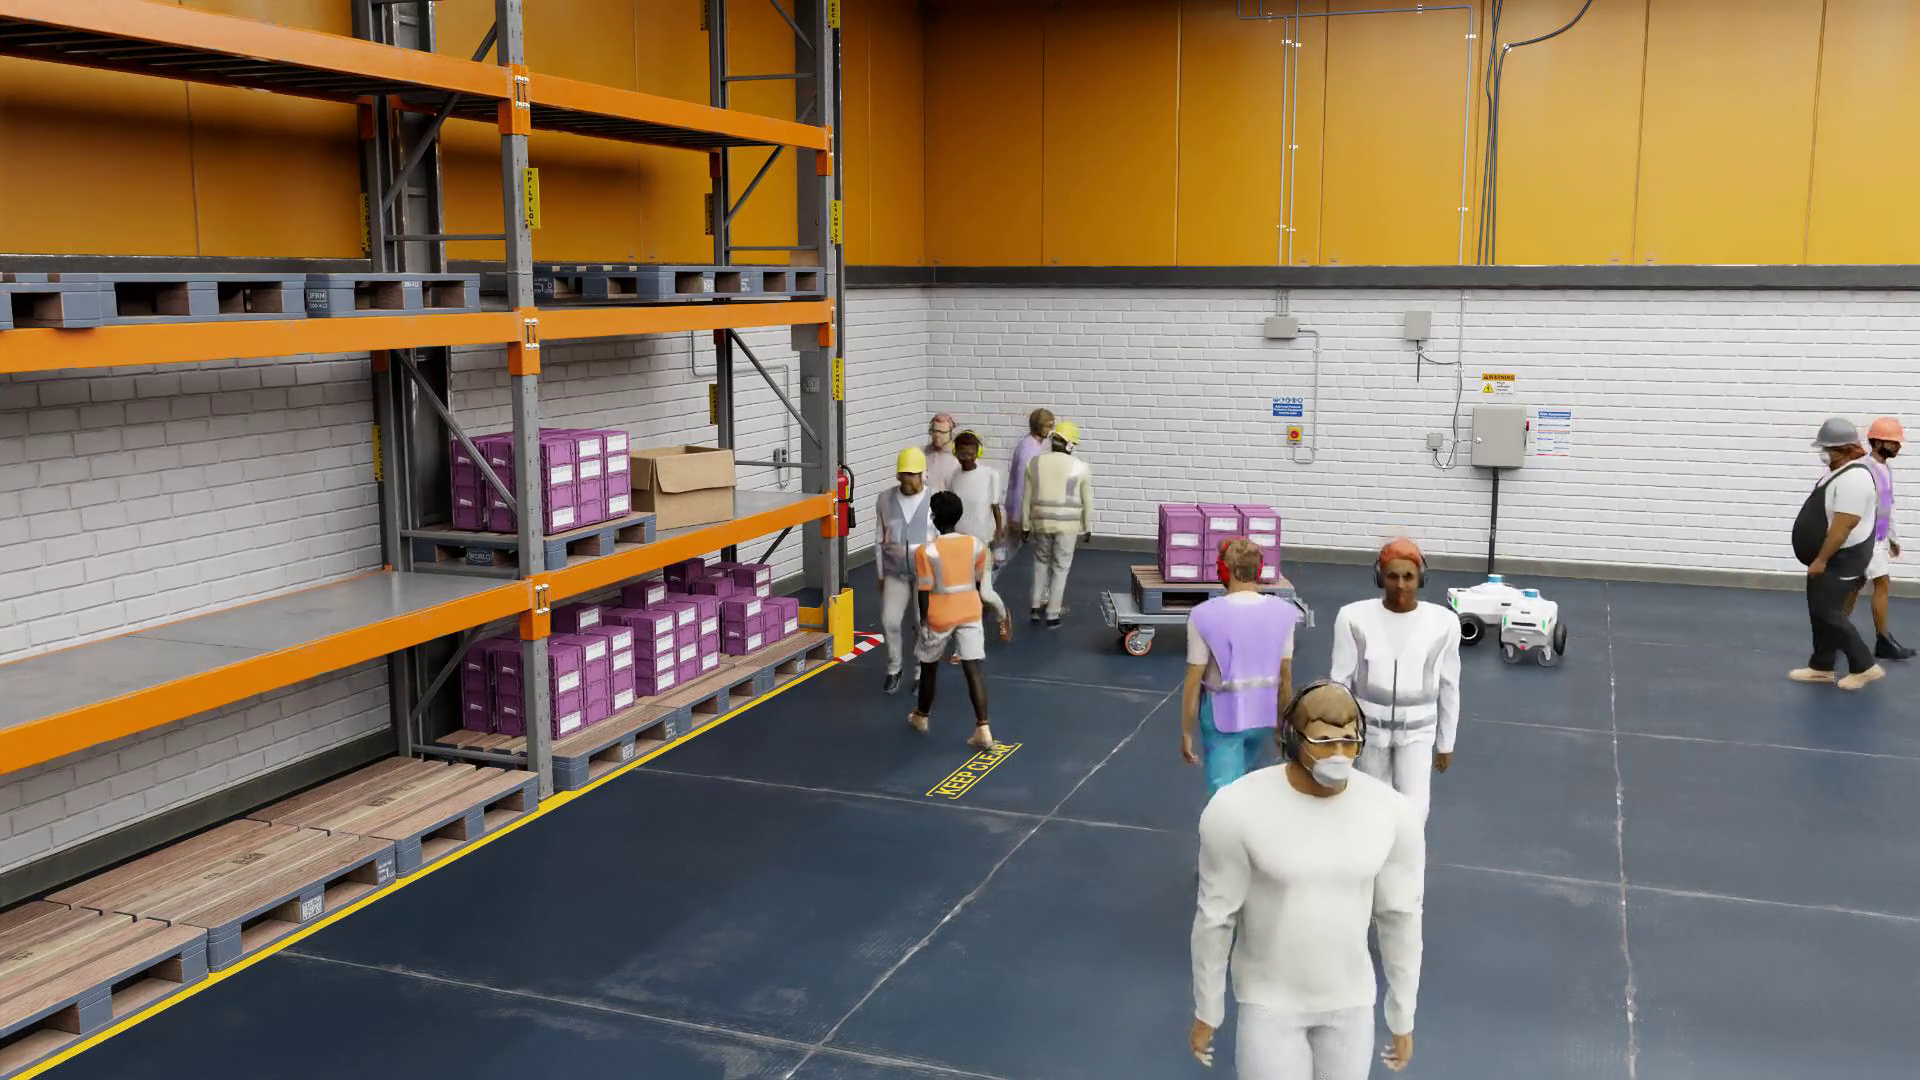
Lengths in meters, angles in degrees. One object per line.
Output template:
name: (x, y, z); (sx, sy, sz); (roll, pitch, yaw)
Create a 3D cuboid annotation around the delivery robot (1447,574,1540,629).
delivery robot: (4.412, 0.529, 13.753); (0.707, 0.478, 0.477); (1, 9, 7)

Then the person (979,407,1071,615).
person: (0.516, -0.266, 14.932); (0.898, 1.872, 0.649); (0, 9, 1)

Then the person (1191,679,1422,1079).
person: (0.989, 1.333, 4.703); (0.656, 1.925, 0.436); (-1, 9, -8)

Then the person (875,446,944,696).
person: (-0.335, 0.231, 11.962); (0.603, 1.815, 0.451); (1, 9, 9)

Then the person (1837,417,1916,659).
person: (7.342, -0.010, 13.180); (0.578, 1.908, 0.809); (-9, 13, -44)

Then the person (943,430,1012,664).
person: (0.150, 0.030, 13.174); (0.555, 1.843, 0.744); (4, 10, 23)

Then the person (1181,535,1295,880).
person: (1.347, 0.888, 7.885); (0.573, 1.813, 0.865); (-4, 10, -23)

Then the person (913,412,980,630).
person: (-0.138, -0.161, 14.201); (0.715, 1.885, 0.513); (5, 10, 30)

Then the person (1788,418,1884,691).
person: (6.431, 0.091, 12.145); (0.661, 2.000, 0.697); (3, 10, 19)

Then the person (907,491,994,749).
person: (-0.050, 0.504, 10.762); (0.536, 1.656, 0.857); (-4, 10, -25)

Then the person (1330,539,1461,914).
person: (1.967, 0.920, 7.567); (0.578, 1.831, 0.978); (3, 9, 16)

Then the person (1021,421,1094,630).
person: (0.844, -0.128, 14.297); (0.612, 1.800, 0.477); (3, 10, 19)

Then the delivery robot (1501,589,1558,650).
delivery robot: (4.498, 0.629, 13.122); (0.477, 0.478, 0.707); (4, 10, 26)
